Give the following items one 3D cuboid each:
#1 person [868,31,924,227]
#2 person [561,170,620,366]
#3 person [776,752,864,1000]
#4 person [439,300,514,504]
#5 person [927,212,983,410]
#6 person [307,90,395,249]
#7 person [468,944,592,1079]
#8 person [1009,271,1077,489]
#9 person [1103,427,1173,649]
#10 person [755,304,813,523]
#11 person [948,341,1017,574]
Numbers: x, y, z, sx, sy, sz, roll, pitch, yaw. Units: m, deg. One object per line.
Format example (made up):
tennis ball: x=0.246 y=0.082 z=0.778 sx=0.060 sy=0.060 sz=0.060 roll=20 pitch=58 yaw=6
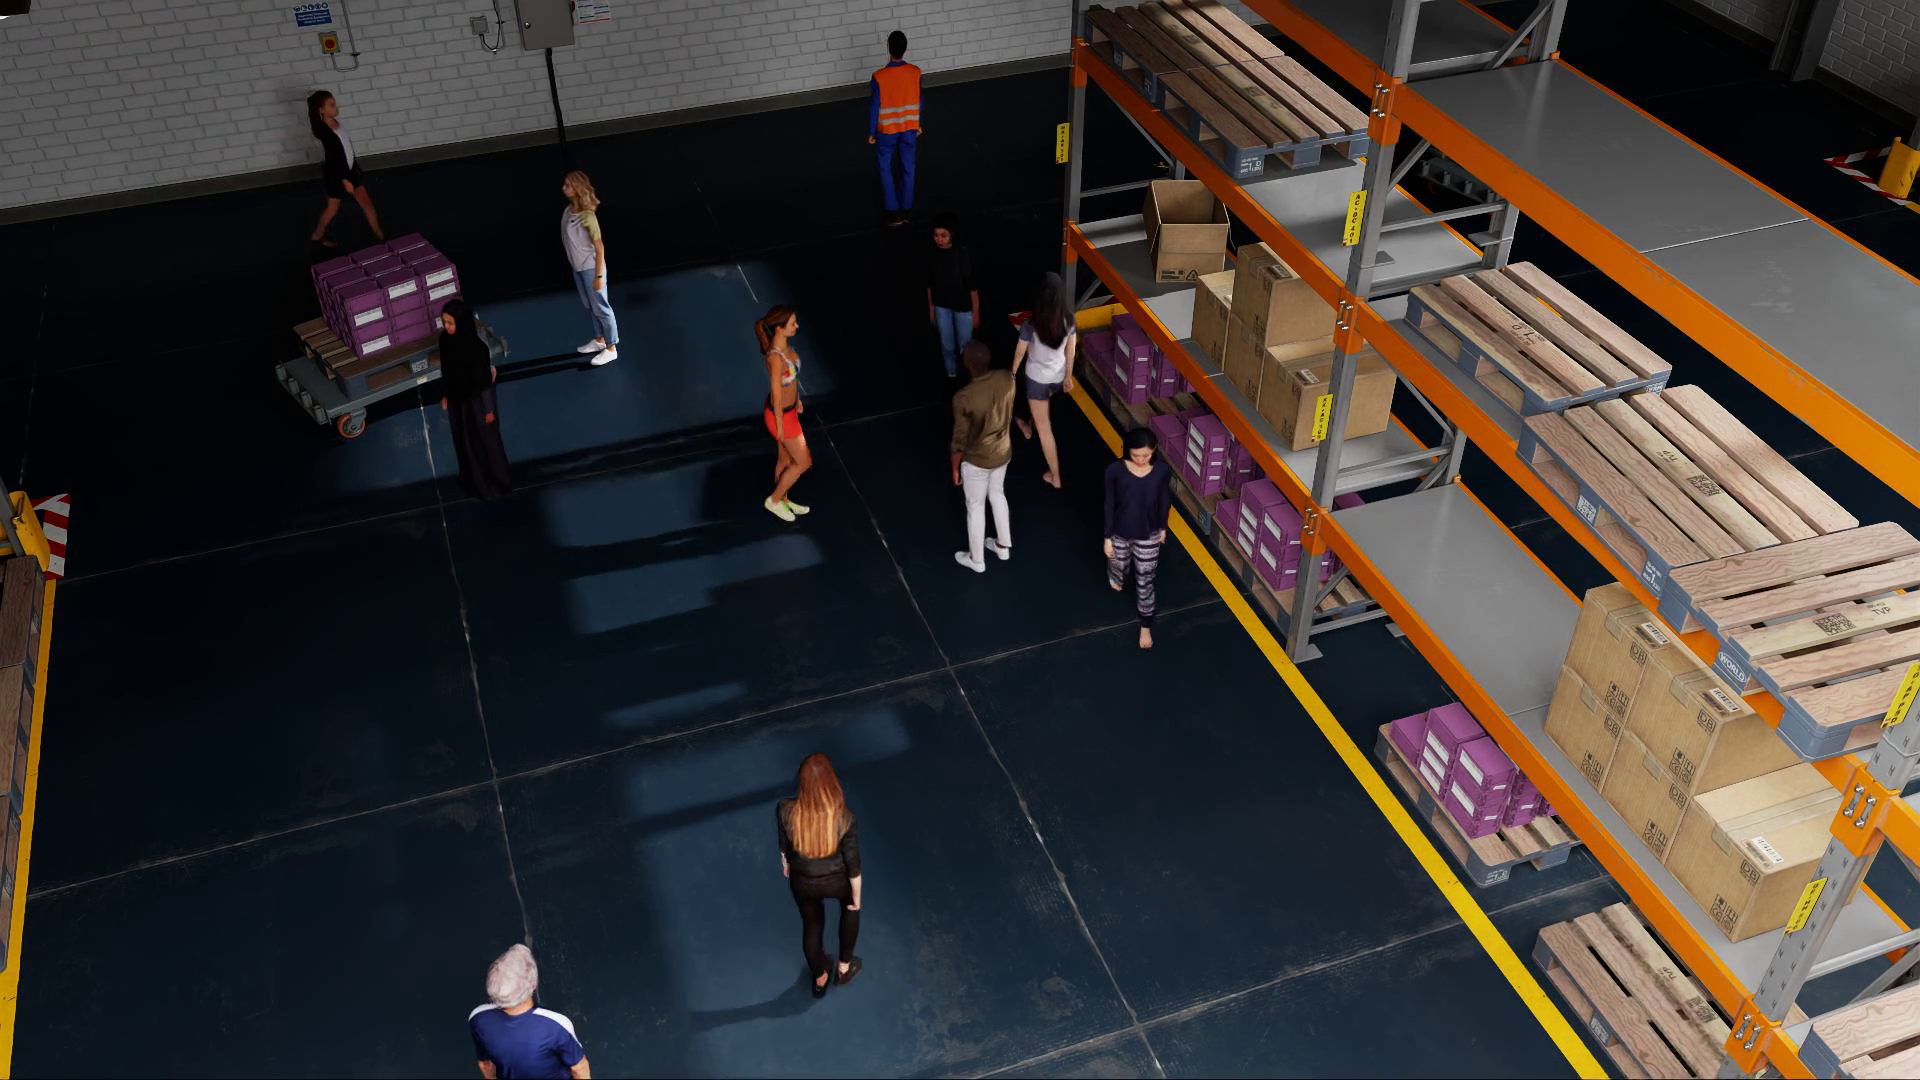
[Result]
person: x=-0.595 y=-3.814 z=15.480 sx=0.691 sy=1.863 sz=0.715 roll=-15 pitch=41 yaw=-18
person: x=-3.033 y=-2.238 z=13.620 sx=0.742 sy=1.723 sz=0.572 roll=-24 pitch=44 yaw=-27
person: x=-0.737 y=1.810 z=8.569 sx=0.700 sy=1.700 sz=0.712 roll=4 pitch=39 yaw=6
person: x=-3.583 y=-1.063 z=12.235 sx=0.708 sy=1.614 sz=0.793 roll=26 pitch=45 yaw=28
person: x=-0.016 y=-1.871 z=13.188 sx=0.876 sy=1.688 sz=0.938 roll=14 pitch=41 yaw=16
person: x=-5.727 y=-3.329 z=15.142 sx=0.891 sy=1.528 sz=1.061 roll=3 pitch=39 yaw=3
person: x=-1.913 y=2.509 z=7.586 sx=0.711 sy=1.835 sz=0.691 roll=3 pitch=39 yaw=4
person: x=0.653 y=-1.151 z=12.311 sx=0.712 sy=1.657 sz=1.145 roll=-19 pitch=42 yaw=-22
person: x=1.123 y=-0.113 z=10.979 sx=0.804 sy=1.698 sz=1.008 roll=-3 pitch=39 yaw=-4
person: x=-1.352 y=-0.887 z=11.883 sx=0.730 sy=1.779 sz=0.636 roll=-2 pitch=39 yaw=-2
person: x=0.179 y=-0.575 z=11.462 sx=0.796 sy=1.817 sz=0.726 roll=-27 pitch=46 yaw=-30
